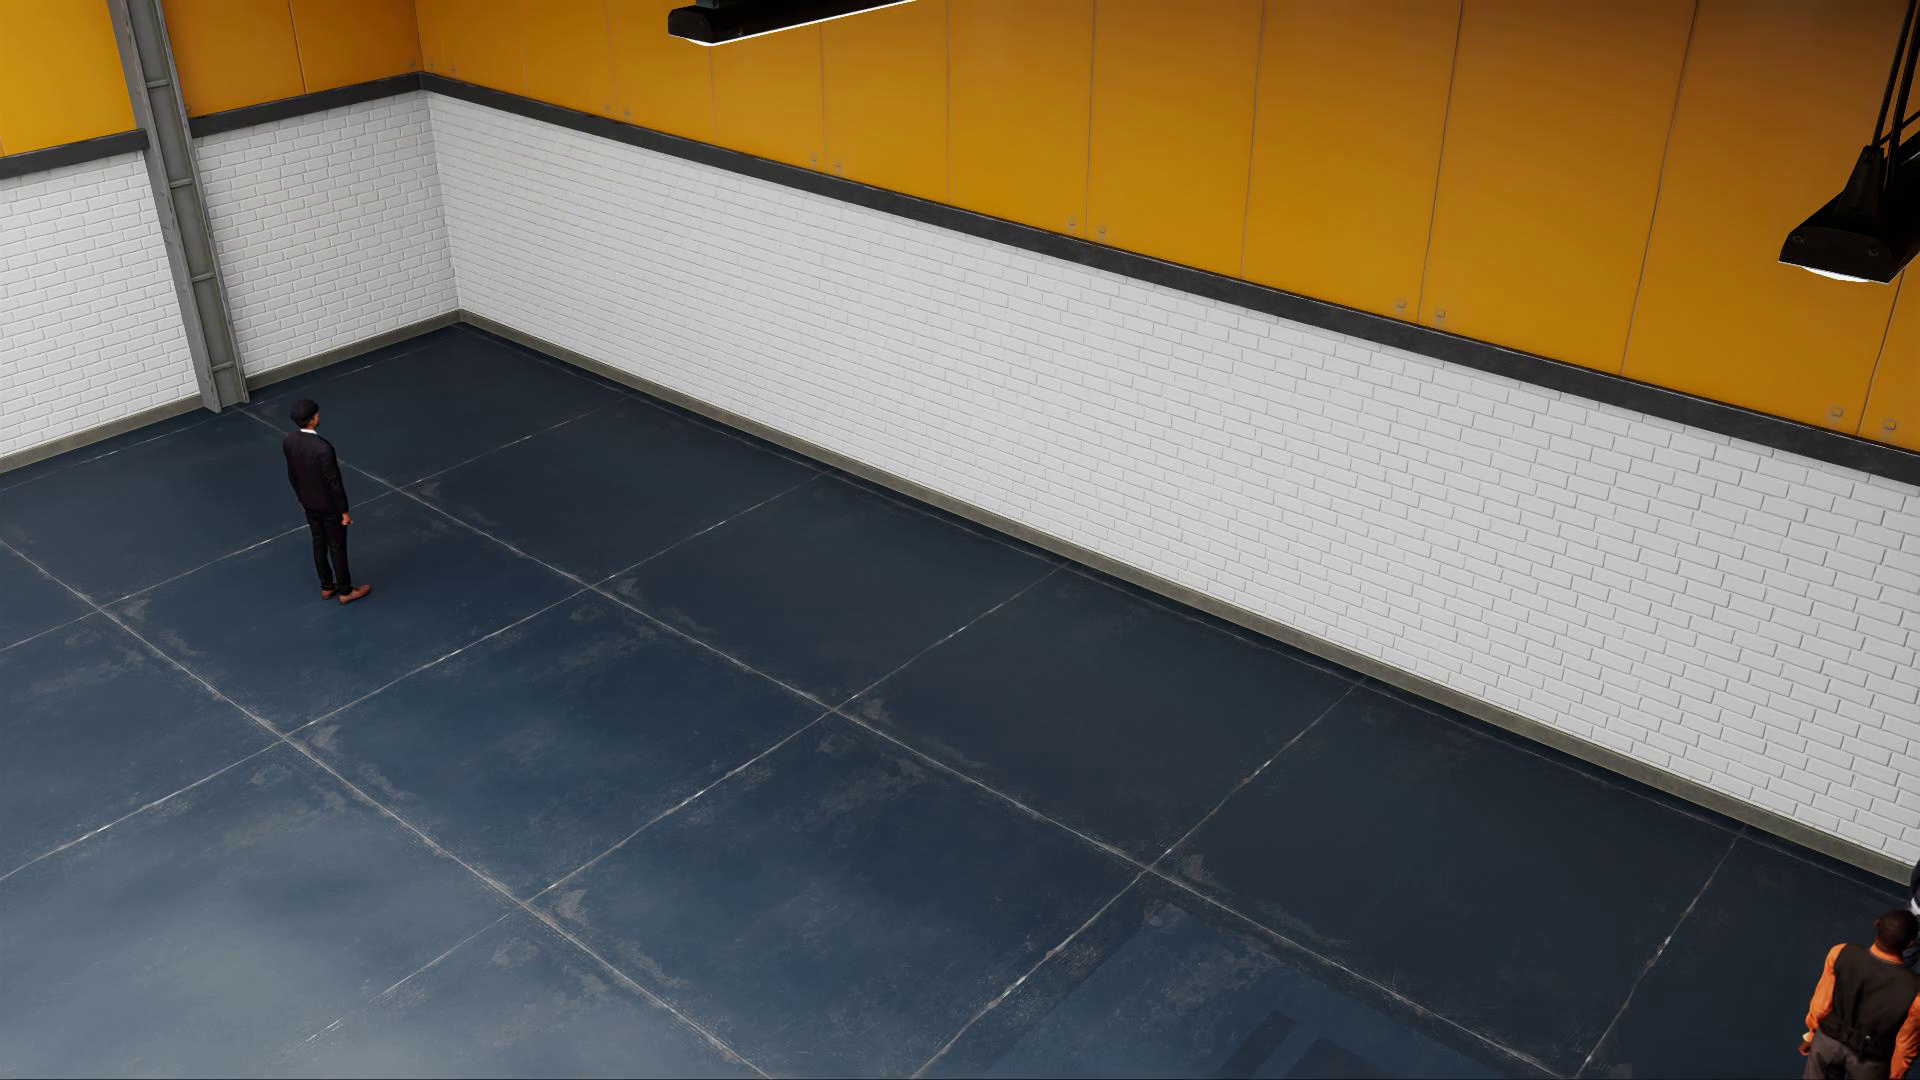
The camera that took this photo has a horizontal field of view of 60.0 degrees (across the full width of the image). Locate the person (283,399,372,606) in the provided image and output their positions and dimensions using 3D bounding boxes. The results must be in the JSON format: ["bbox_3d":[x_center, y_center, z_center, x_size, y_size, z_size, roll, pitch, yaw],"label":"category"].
[{"bbox_3d":[-5.471,-0.330,14.240,0.748,1.884,0.650,13,31,22],"label":"person"}]

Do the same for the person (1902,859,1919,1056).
[{"bbox_3d":[5.697,2.226,9.720,0.737,1.726,0.663,-1,29,-1],"label":"person"}]

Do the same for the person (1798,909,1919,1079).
[{"bbox_3d":[4.653,2.695,8.671,0.639,1.907,0.715,-24,37,-37],"label":"person"}]
